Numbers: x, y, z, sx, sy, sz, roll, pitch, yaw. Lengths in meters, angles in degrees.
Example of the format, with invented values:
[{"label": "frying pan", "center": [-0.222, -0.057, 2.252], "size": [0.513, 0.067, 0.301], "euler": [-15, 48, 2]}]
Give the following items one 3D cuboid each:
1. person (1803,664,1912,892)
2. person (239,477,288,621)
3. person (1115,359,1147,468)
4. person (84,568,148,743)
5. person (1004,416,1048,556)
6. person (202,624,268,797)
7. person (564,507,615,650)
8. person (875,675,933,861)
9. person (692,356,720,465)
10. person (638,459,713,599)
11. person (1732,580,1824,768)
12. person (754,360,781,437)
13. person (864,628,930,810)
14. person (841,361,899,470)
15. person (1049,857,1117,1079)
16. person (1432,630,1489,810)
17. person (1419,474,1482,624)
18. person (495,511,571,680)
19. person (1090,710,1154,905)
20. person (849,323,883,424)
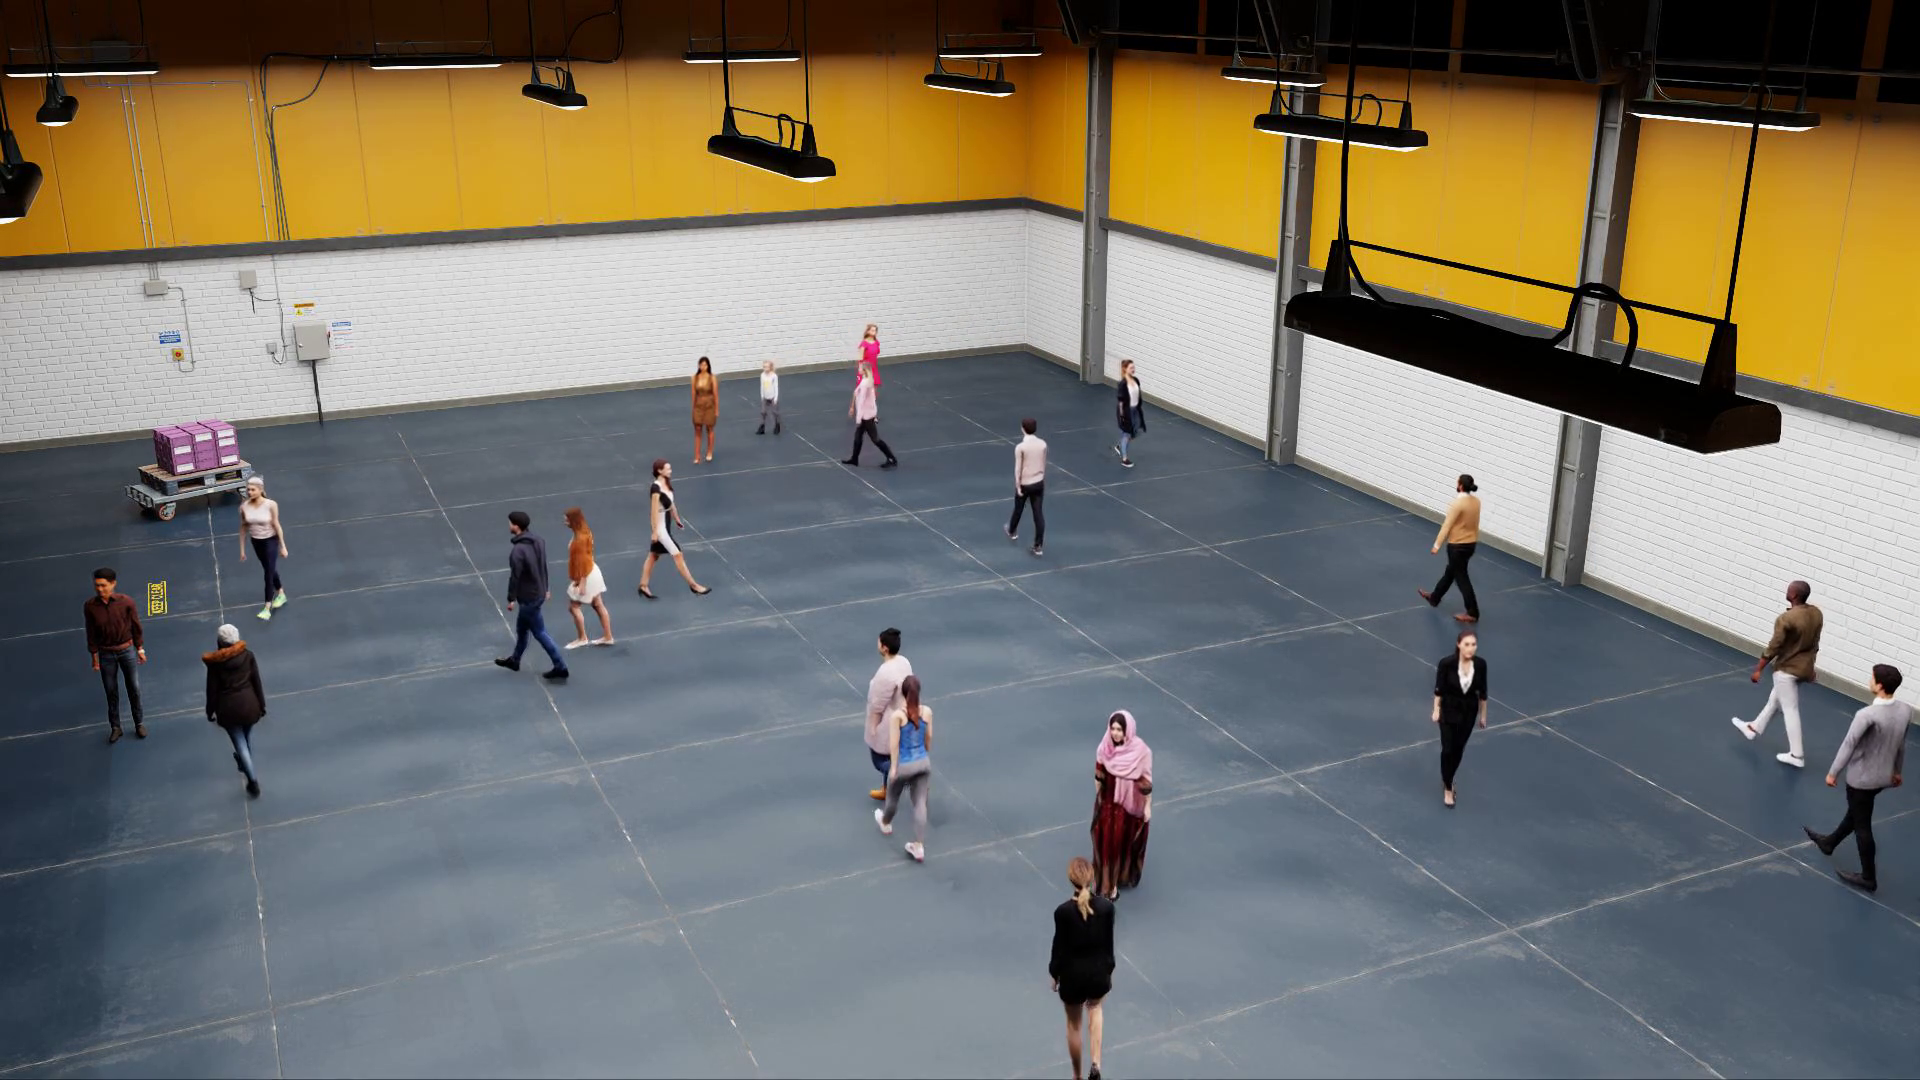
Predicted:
[{"label": "person", "center": [7.473, 1.956, 13.541], "size": [0.783, 1.892, 1.070], "euler": [-9, 21, -26]}, {"label": "person", "center": [-8.123, 0.061, 19.539], "size": [0.989, 1.656, 1.222], "euler": [1, 19, 3]}, {"label": "person", "center": [2.523, -1.960, 25.514], "size": [0.734, 1.673, 0.807], "euler": [-15, 24, -37]}, {"label": "person", "center": [-8.248, 1.099, 16.267], "size": [0.640, 1.777, 0.505], "euler": [-8, 20, -22]}, {"label": "person", "center": [0.957, -0.678, 21.566], "size": [0.686, 1.763, 1.163], "euler": [-7, 20, -19]}, {"label": "person", "center": [-6.558, 1.569, 15.149], "size": [0.811, 1.601, 1.064], "euler": [-16, 24, -39]}, {"label": "person", "center": [-4.053, 0.432, 18.399], "size": [0.888, 1.681, 0.820], "euler": [-1, 19, -2]}, {"label": "person", "center": [-0.385, 1.949, 14.056], "size": [0.593, 1.578, 0.966], "euler": [-10, 21, -28]}, {"label": "person", "center": [-3.920, -2.029, 25.720], "size": [0.802, 1.672, 0.918], "euler": [2, 19, 4]}, {"label": "person", "center": [-3.641, -0.092, 19.843], "size": [0.975, 1.752, 1.150], "euler": [0, 19, 0]}, {"label": "person", "center": [7.909, 1.285, 15.692], "size": [0.797, 1.792, 1.103], "euler": [-10, 21, -27]}, {"label": "person", "center": [-3.076, -2.342, 27.311], "size": [0.849, 1.251, 0.886], "euler": [7, 20, 21]}, {"label": "person", "center": [-0.553, 1.618, 14.804], "size": [1.031, 1.728, 0.958], "euler": [8, 20, 23]}, {"label": "person", "center": [-1.316, -1.872, 25.292], "size": [1.038, 1.649, 1.135], "euler": [1, 19, 4]}, {"label": "person", "center": [0.829, 2.919, 10.892], "size": [0.652, 1.758, 0.675], "euler": [-4, 19, -11]}, {"label": "person", "center": [4.500, 1.558, 15.113], "size": [0.769, 1.644, 0.876], "euler": [-1, 19, -4]}, {"label": "person", "center": [5.851, 0.130, 19.249], "size": [0.891, 1.710, 1.220], "euler": [-16, 24, -39]}, {"label": "person", "center": [-4.459, 0.627, 17.567], "size": [1.190, 1.843, 1.206], "euler": [4, 19, 12]}, {"label": "person", "center": [1.339, 2.092, 13.547], "size": [0.930, 1.632, 1.043], "euler": [2, 19, 7]}, {"label": "person", "center": [-1.610, -2.831, 28.081], "size": [0.747, 1.686, 0.969], "euler": [-15, 24, -37]}]
